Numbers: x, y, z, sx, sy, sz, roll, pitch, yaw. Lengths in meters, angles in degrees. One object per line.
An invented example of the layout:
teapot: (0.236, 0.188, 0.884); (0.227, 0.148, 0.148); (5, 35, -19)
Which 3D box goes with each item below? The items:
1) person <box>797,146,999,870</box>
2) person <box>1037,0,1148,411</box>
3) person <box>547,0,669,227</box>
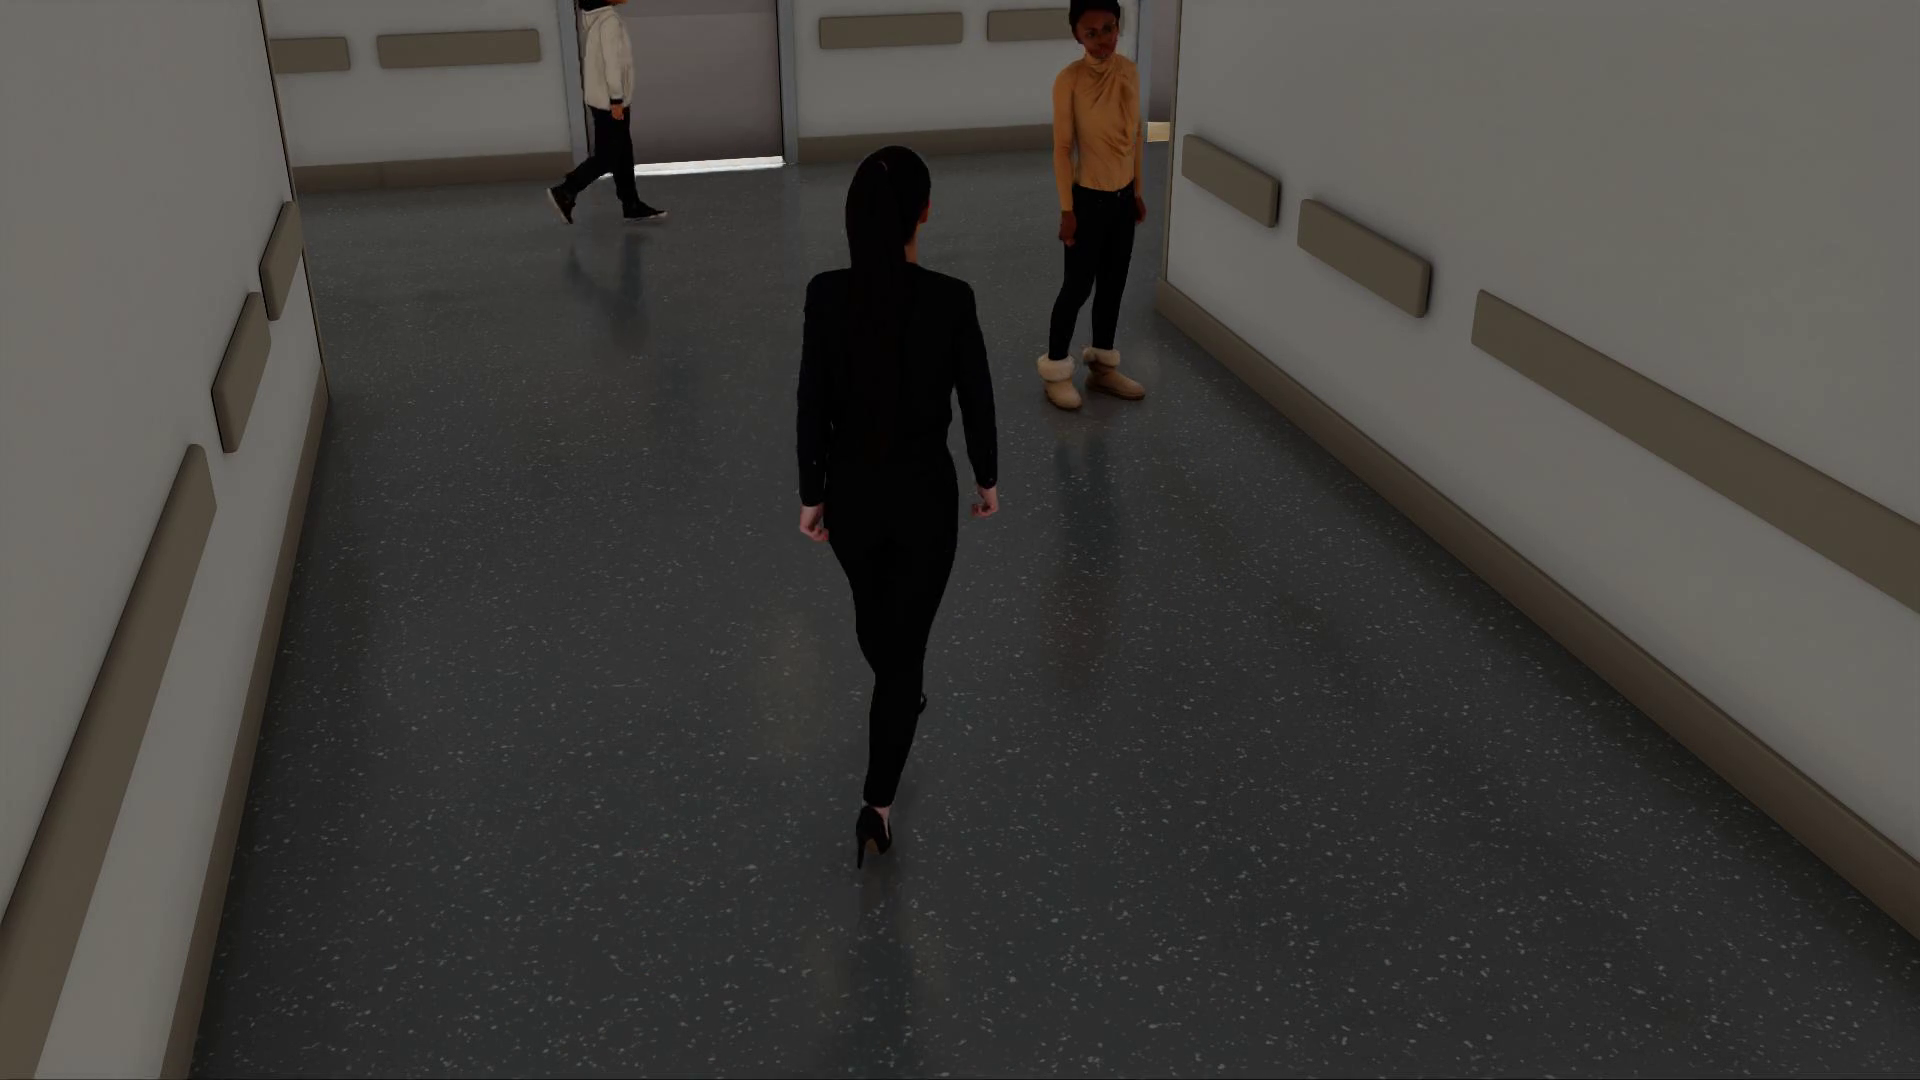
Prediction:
person: (-0.168, -0.007, 3.806); (1.006, 1.670, 0.917); (4, 26, 9)
person: (0.557, -1.351, 6.618); (0.769, 1.649, 0.643); (22, 33, 38)
person: (-1.983, -2.394, 9.033); (0.866, 1.430, 0.615); (-9, 27, -17)
